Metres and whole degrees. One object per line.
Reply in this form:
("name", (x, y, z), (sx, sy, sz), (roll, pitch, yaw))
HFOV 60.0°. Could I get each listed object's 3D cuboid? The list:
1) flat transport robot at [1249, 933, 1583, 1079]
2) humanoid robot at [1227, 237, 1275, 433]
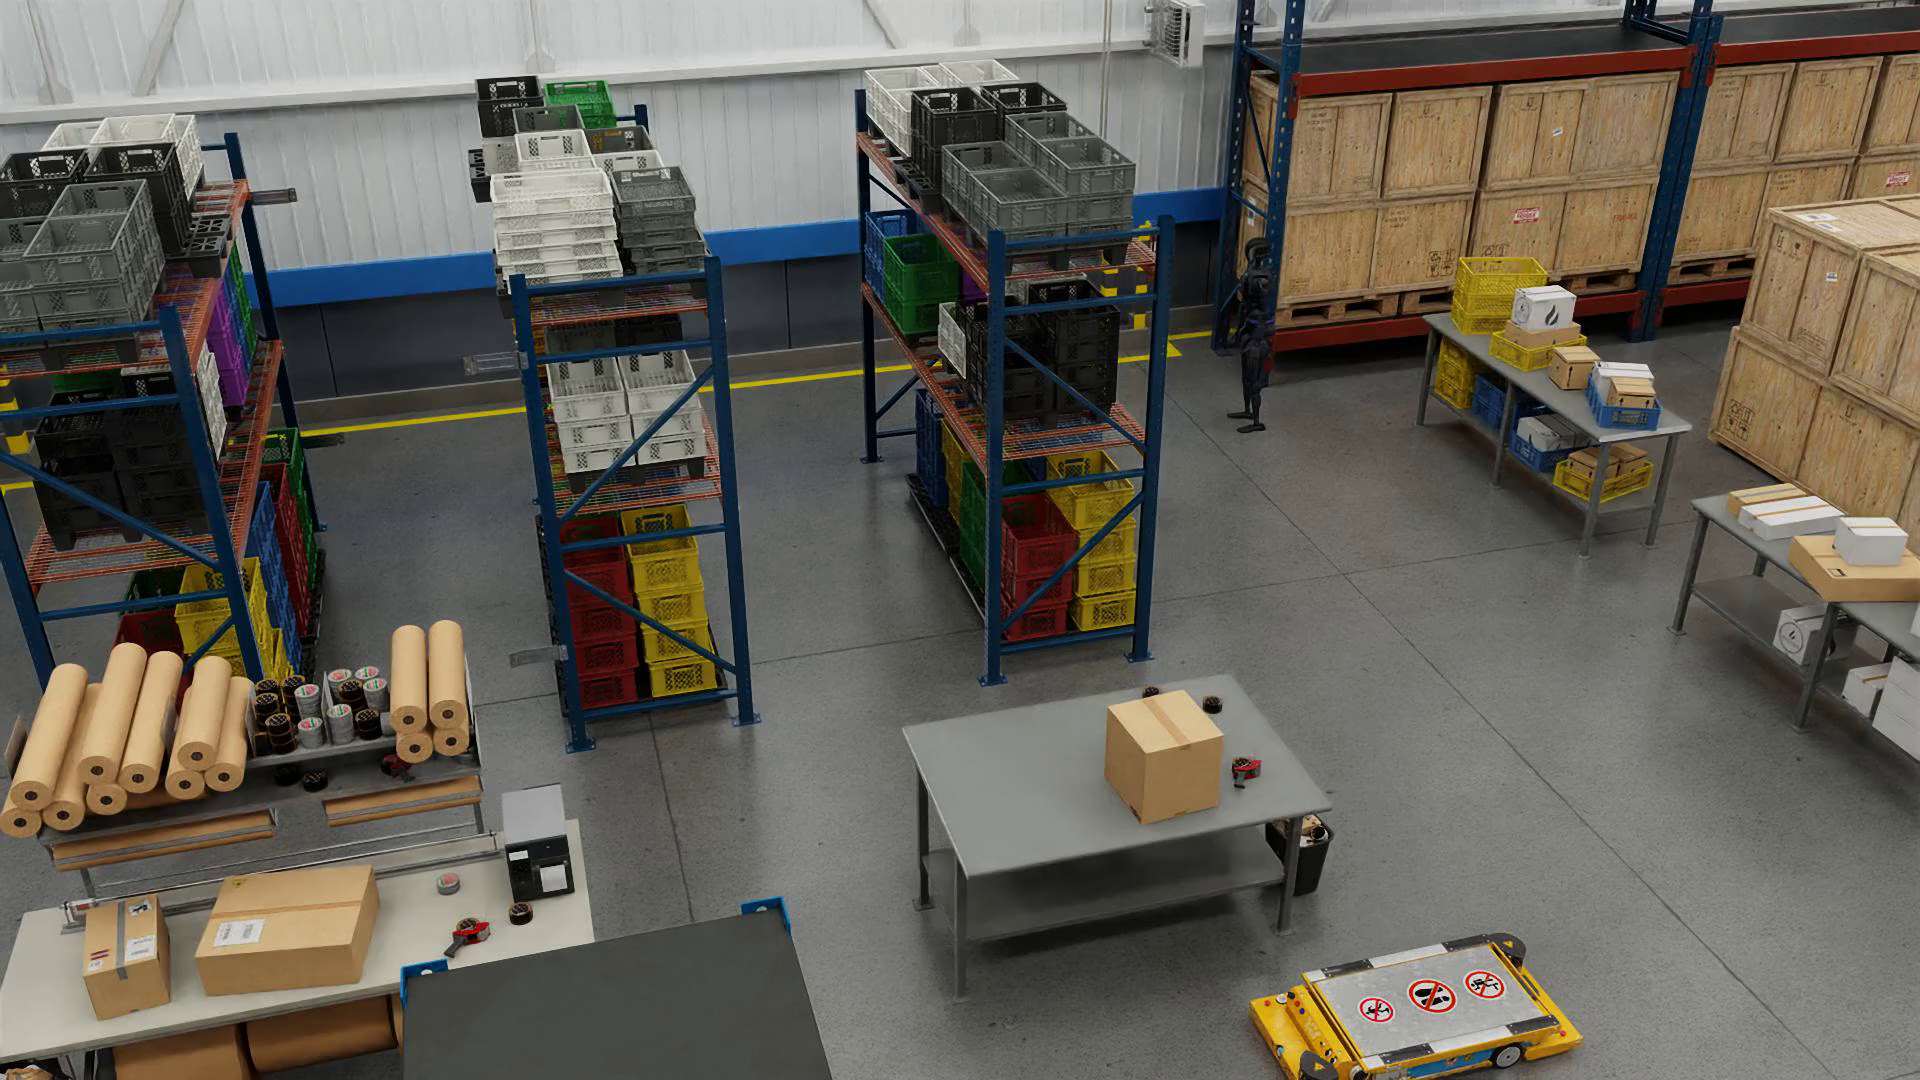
("flat transport robot", (2.184, 2.282, 7.980), (1.431, 0.197, 0.652), (-8, 30, -14))
("humanoid robot", (2.423, -1.708, 13.793), (0.315, 1.656, 0.609), (-3, 29, -6))
